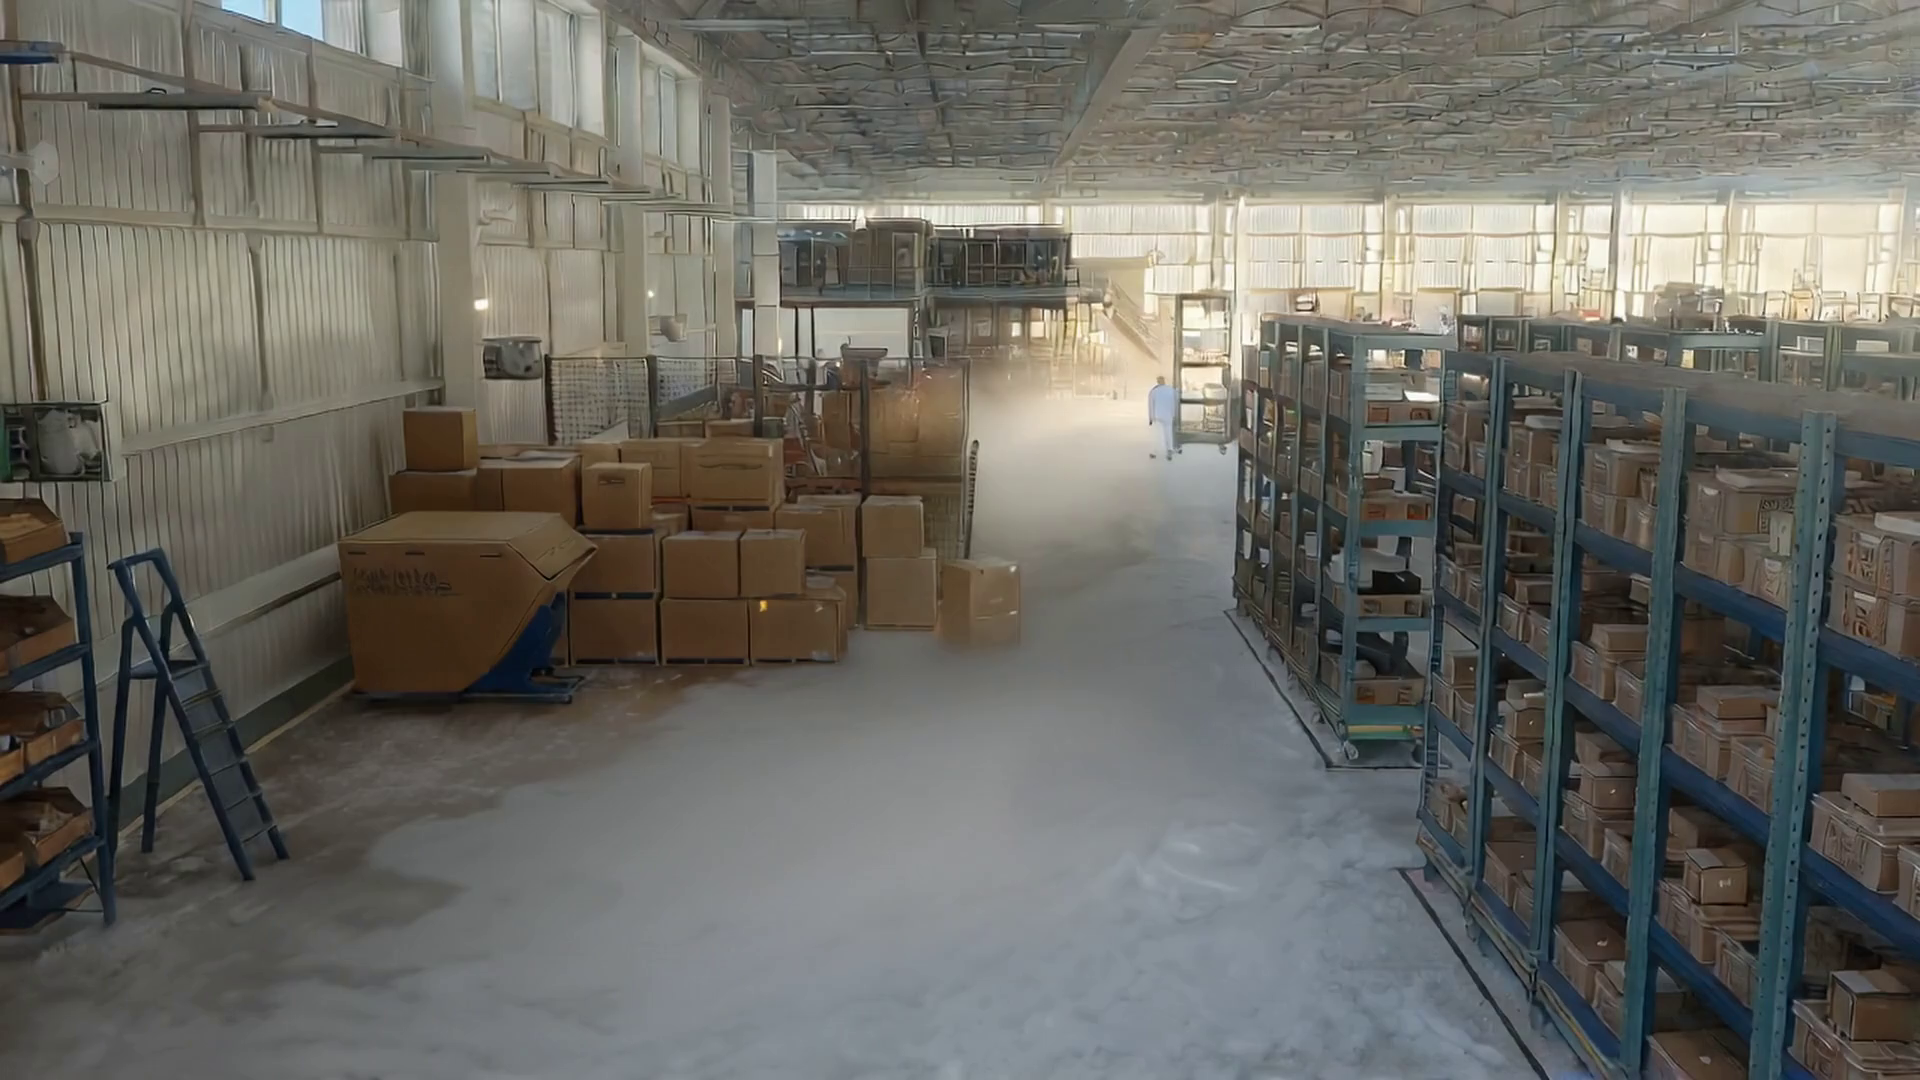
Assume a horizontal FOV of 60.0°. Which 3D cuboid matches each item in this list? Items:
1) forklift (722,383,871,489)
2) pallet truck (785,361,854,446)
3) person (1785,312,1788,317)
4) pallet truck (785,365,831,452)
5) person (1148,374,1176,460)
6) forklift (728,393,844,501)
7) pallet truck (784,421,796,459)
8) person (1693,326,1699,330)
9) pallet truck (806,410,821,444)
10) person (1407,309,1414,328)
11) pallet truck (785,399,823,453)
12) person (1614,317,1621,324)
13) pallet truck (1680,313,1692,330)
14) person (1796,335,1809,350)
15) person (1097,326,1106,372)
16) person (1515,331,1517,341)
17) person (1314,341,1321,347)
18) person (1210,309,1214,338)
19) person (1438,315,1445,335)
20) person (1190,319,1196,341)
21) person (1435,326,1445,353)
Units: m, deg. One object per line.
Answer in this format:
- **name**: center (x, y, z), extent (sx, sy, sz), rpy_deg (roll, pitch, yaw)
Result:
- **forklift**: center (-2.893, -1.687, 28.729), extent (2.680, 1.987, 1.157), rpy_deg (0, 9, -1)
- **pallet truck**: center (-3.410, -3.193, 38.978), extent (1.885, 1.965, 0.823), rpy_deg (0, 9, -1)
- **person**: center (44.240, -11.305, 89.355), extent (0.543, 1.898, 0.958), rpy_deg (-5, 10, -28)
- **pallet truck**: center (-3.774, -2.976, 37.635), extent (1.885, 1.965, 0.823), rpy_deg (1, 9, 5)
- **person**: center (4.402, -2.685, 36.258), extent (0.640, 1.867, 0.950), rpy_deg (-1, 9, -5)
- **forklift**: center (-2.979, -1.316, 26.476), extent (2.680, 1.987, 1.157), rpy_deg (0, 9, 1)
- **pallet truck**: center (-4.013, -1.793, 32.705), extent (1.601, 1.201, 0.680), rpy_deg (0, 9, 1)
- **person**: center (30.343, -7.990, 68.874), extent (0.604, 1.899, 0.671), rpy_deg (-6, 11, -32)
- **pallet truck**: center (-3.559, -2.018, 33.905), extent (1.522, 1.261, 0.704), rpy_deg (0, 9, -1)
- **person**: center (25.592, -12.172, 94.619), extent (0.398, 1.918, 0.586), rpy_deg (5, 10, 27)
- **pallet truck**: center (-3.814, -2.432, 36.419), extent (1.630, 1.274, 0.653), rpy_deg (0, 9, 1)
- **person**: center (32.087, -10.012, 81.503), extent (0.880, 1.851, 0.599), rpy_deg (7, 12, 38)
- **pallet truck**: center (36.315, -10.531, 84.244), extent (0.823, 1.965, 1.885), rpy_deg (-6, 11, -33)
- **person**: center (33.213, -7.453, 65.649), extent (0.325, 1.871, 0.516), rpy_deg (-9, 13, -44)
- **person**: center (5.763, -7.780, 67.786), extent (0.351, 1.837, 0.502), rpy_deg (-2, 9, -10)
- **person**: center (27.044, -9.862, 80.493), extent (0.518, 1.876, 0.326), rpy_deg (-7, 12, -38)
- **person**: center (13.902, -7.208, 64.065), extent (0.630, 1.893, 0.555), rpy_deg (6, 11, 35)
- **person**: center (14.823, -12.687, 97.770), extent (0.505, 1.925, 0.670), rpy_deg (-1, 9, -6)
- **person**: center (23.412, -9.974, 80.982), extent (0.370, 1.940, 0.627), rpy_deg (1, 9, 8)
- **person**: center (13.778, -12.595, 97.588), extent (0.456, 1.809, 0.663), rpy_deg (-8, 12, -41)
- **person**: center (18.894, -7.454, 65.404), extent (0.440, 1.944, 0.614), rpy_deg (2, 9, 10)
